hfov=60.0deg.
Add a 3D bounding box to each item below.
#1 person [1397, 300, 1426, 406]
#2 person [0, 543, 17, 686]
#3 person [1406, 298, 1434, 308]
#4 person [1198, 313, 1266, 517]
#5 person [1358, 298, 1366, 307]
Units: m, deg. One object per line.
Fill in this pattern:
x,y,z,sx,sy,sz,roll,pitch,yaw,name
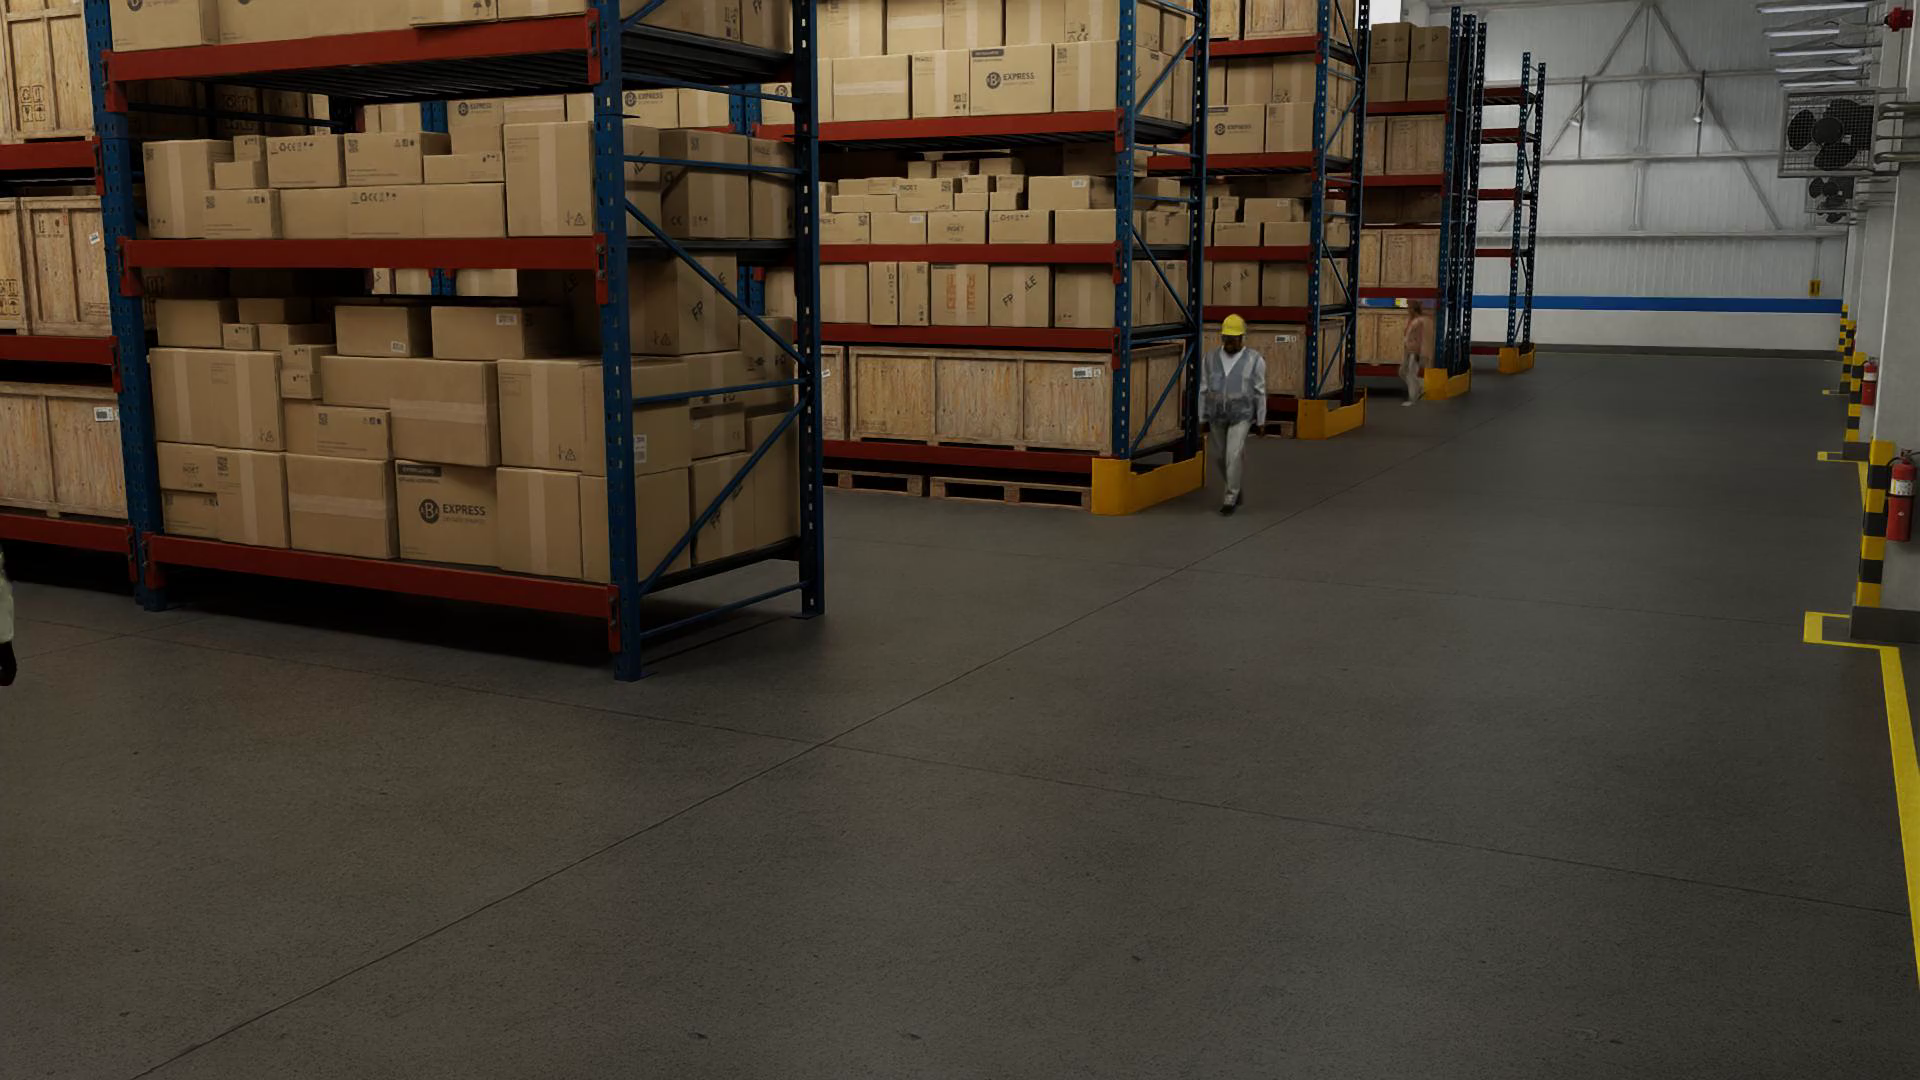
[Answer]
6.892,-2.842,25.304,0.388,1.624,0.540,-2,10,-9,person
-3.730,0.348,5.920,0.971,1.960,0.626,8,13,40,person
8.602,-3.960,31.050,0.649,1.897,1.017,-4,11,-24,person
2.454,-1.135,14.933,0.616,1.804,0.709,5,11,26,person
8.773,-4.917,36.495,0.723,1.923,0.555,6,12,33,person
